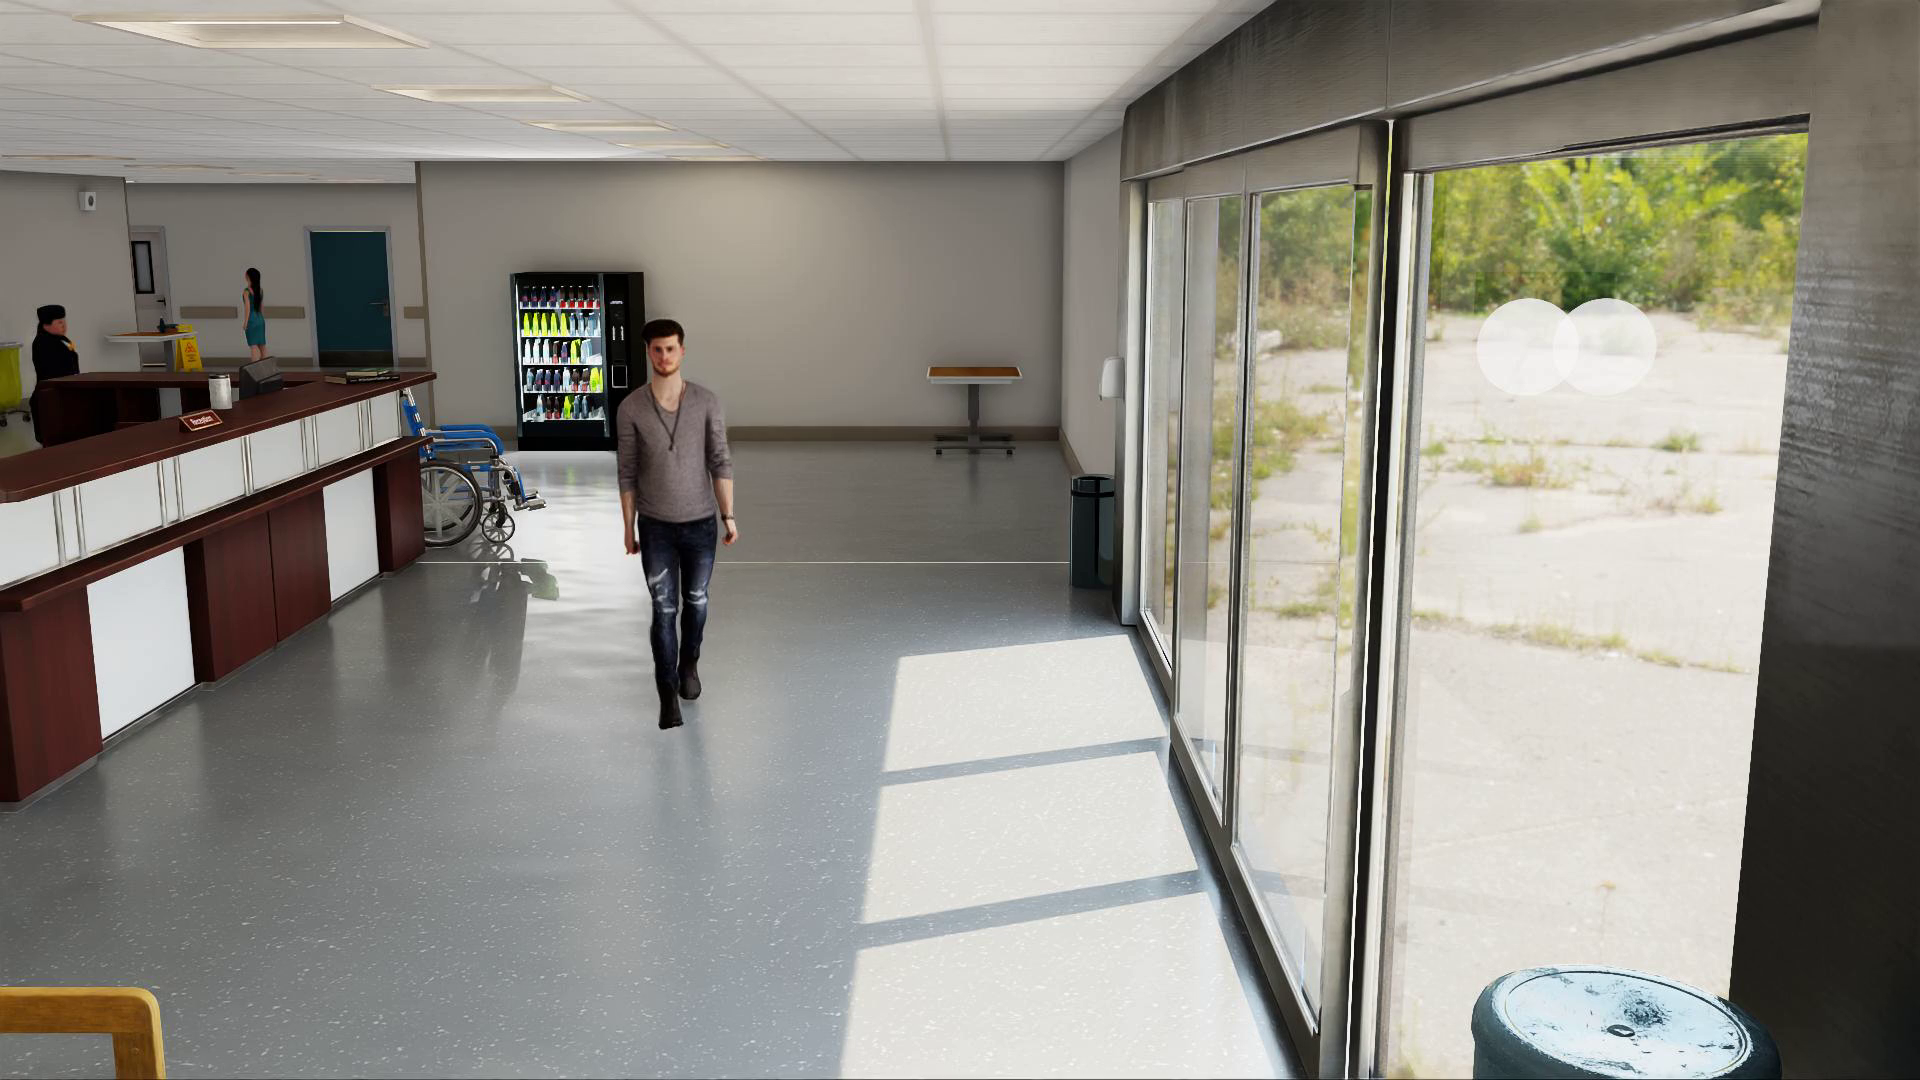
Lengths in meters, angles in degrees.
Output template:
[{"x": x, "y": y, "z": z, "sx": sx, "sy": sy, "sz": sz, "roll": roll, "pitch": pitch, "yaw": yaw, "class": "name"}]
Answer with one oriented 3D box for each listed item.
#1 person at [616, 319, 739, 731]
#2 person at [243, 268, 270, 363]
[{"x": -1.341, "y": -0.084, "z": 7.929, "sx": 1.222, "sy": 1.861, "sz": 0.974, "roll": -3, "pitch": 11, "yaw": -15, "class": "person"}, {"x": -10.681, "y": -3.262, "z": 25.197, "sx": 0.579, "sy": 1.665, "sz": 0.596, "roll": 3, "pitch": 11, "yaw": 17, "class": "person"}]
